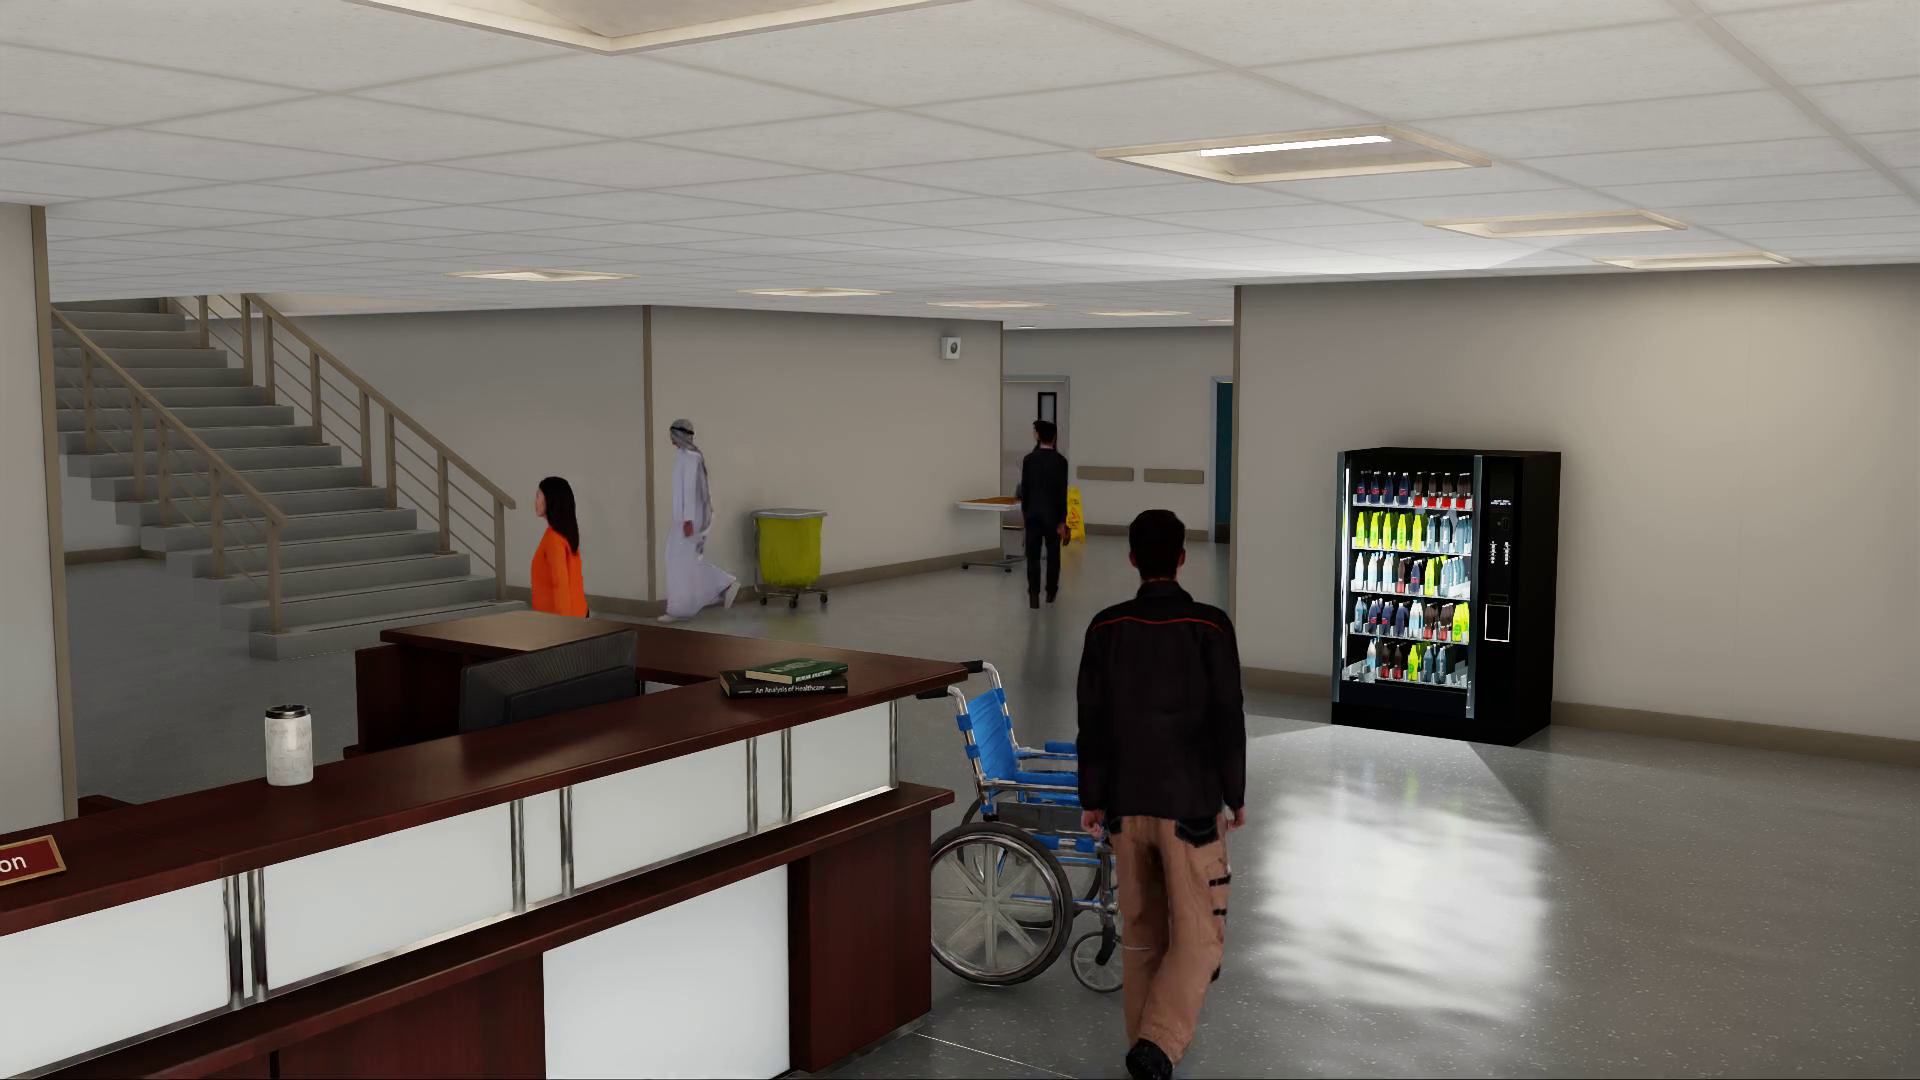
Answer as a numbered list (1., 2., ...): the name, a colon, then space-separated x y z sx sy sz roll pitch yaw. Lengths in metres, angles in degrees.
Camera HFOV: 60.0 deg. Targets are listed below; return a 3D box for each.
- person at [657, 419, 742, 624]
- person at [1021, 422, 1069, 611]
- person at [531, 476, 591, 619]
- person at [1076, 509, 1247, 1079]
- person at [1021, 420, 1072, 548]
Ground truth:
1. person: -2.459 -0.179 15.712 1.138 1.905 1.125 -2 6 -20
2. person: 0.798 -0.200 16.329 1.269 1.824 1.120 1 6 6
3. person: -2.253 0.507 9.863 1.173 1.711 1.027 0 6 -2
4. person: 0.630 0.875 5.240 1.070 1.905 0.915 2 6 21
5. person: 1.167 -0.726 22.135 0.922 1.709 0.644 4 7 35
